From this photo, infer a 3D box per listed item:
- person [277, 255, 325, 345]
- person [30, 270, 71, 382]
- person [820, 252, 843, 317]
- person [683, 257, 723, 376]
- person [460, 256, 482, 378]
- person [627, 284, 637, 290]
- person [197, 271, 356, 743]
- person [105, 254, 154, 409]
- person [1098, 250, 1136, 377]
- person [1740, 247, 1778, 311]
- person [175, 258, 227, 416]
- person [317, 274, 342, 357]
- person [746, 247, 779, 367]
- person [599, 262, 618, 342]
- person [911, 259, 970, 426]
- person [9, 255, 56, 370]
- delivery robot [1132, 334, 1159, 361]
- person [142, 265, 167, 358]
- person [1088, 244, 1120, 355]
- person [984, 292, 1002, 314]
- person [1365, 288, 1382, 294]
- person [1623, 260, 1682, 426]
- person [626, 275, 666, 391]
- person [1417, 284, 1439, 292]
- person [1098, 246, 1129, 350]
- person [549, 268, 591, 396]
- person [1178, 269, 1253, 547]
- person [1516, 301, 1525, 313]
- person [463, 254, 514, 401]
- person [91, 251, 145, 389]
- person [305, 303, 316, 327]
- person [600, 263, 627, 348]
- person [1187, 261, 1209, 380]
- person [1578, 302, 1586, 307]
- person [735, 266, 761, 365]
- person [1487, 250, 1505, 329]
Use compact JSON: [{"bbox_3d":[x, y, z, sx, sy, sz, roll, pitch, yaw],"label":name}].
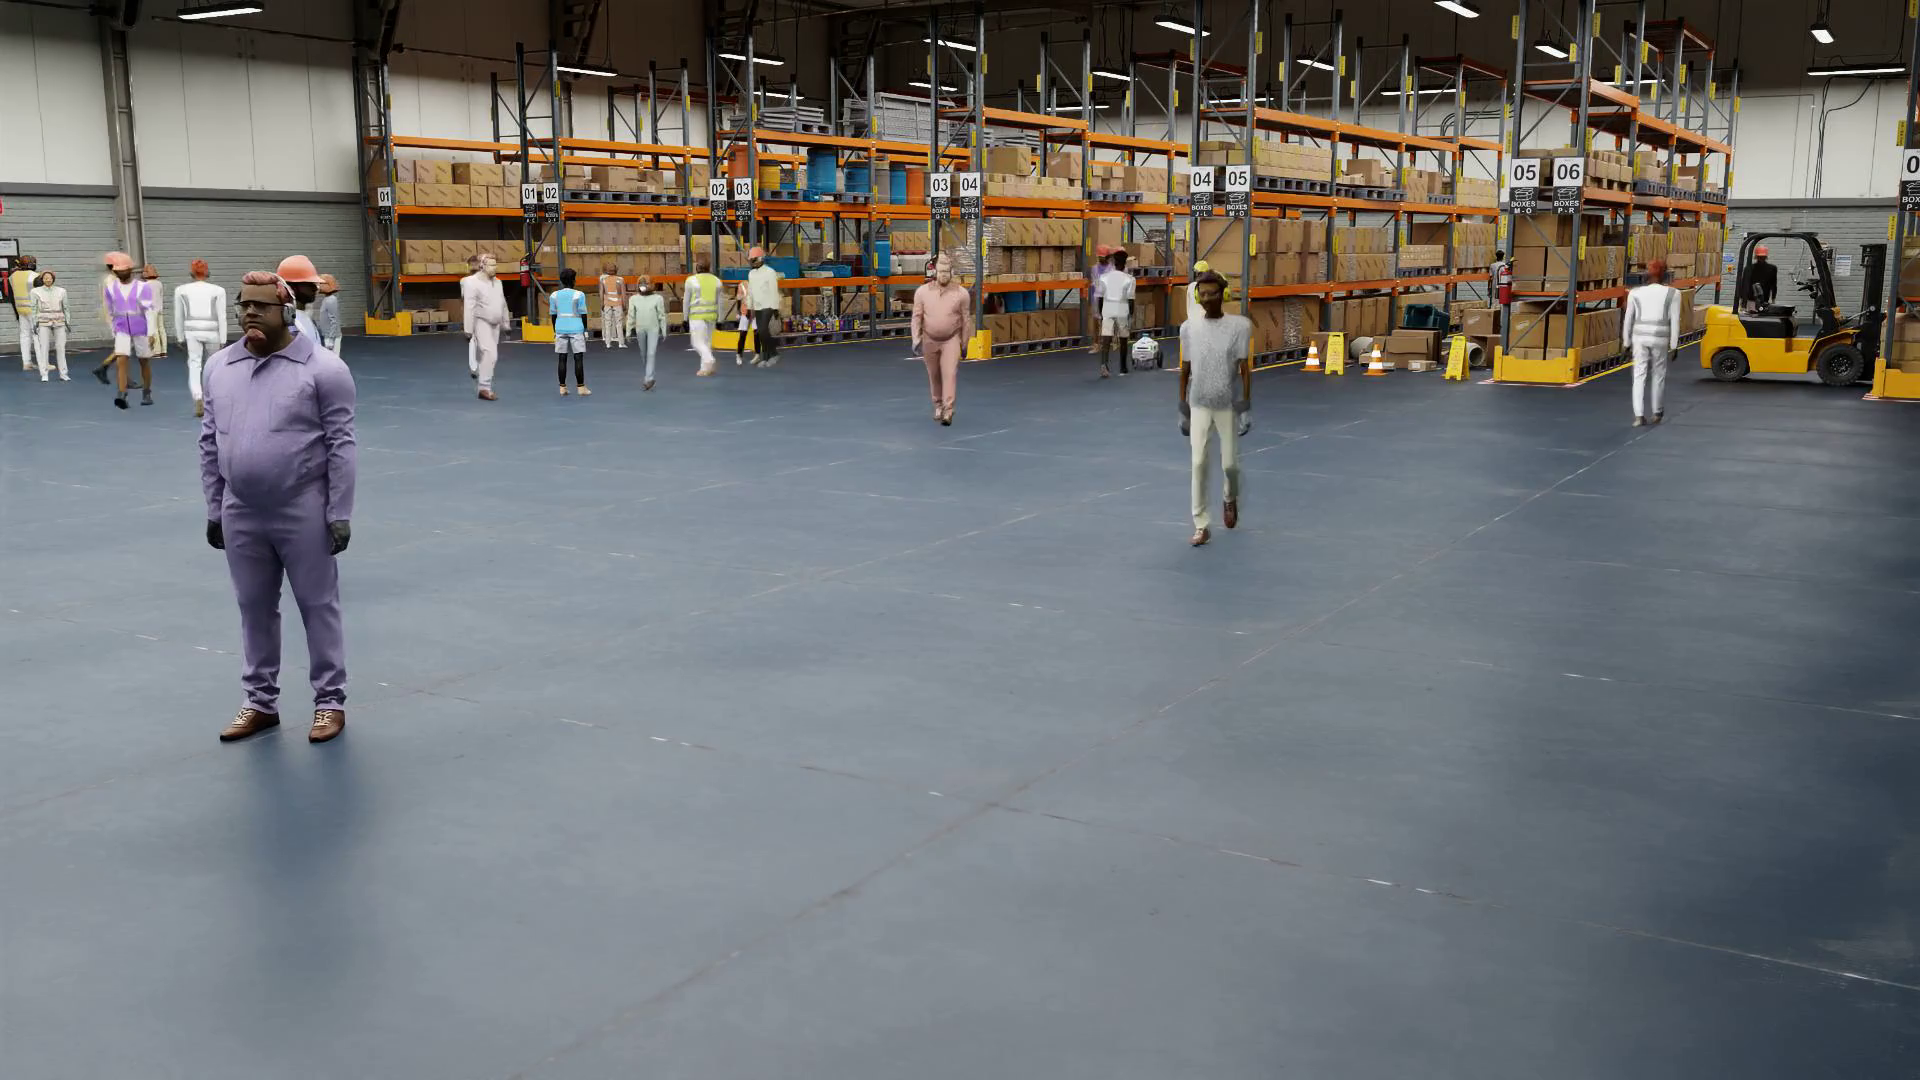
[{"bbox_3d":[-4.449,-0.950,11.293,0.361,1.940,0.543,-1,10,-8],"label":"person"},{"bbox_3d":[-13.376,-3.153,24.480,0.523,1.636,0.310,-9,13,-40],"label":"person"},{"bbox_3d":[-2.814,-5.429,36.701,0.586,1.827,0.404,6,12,31],"label":"person"},{"bbox_3d":[-3.846,-3.352,25.098,0.626,1.816,0.729,-8,13,-38],"label":"person"},{"bbox_3d":[-7.239,-3.341,25.030,0.514,1.825,0.935,-3,10,-15],"label":"person"},{"bbox_3d":[-7.549,-5.762,38.735,0.527,1.768,0.313,8,13,39],"label":"person"},{"bbox_3d":[-2.778,-0.126,6.759,0.641,1.913,0.407,1,10,4],"label":"person"},{"bbox_3d":[-10.219,-2.564,20.500,0.555,1.878,0.993,-3,10,-14],"label":"person"},{"bbox_3d":[2.351,-3.430,25.216,0.616,1.935,0.932,3,11,18],"label":"person"},{"bbox_3d":[15.471,-4.690,32.222,0.659,1.941,1.007,4,11,20],"label":"person"},{"bbox_3d":[-8.969,-2.394,19.661,0.584,1.857,0.894,-3,11,-16],"label":"person"},{"bbox_3d":[-7.945,-2.522,20.972,0.277,1.633,0.522,-5,11,-28],"label":"person"},{"bbox_3d":[-3.235,-3.793,27.151,0.627,1.970,0.437,10,14,43],"label":"person"},{"bbox_3d":[-7.229,-4.900,34.252,0.514,1.642,0.310,7,12,35],"label":"person"},{"bbox_3d":[-0.213,-2.243,18.800,0.644,1.859,1.011,1,10,7],"label":"person"},{"bbox_3d":[-14.819,-3.628,26.568,0.633,1.841,0.429,3,11,16],"label":"person"},{"bbox_3d":[3.009,-3.100,26.953,0.477,0.478,0.707,3,10,14],"label":"delivery robot"},{"bbox_3d":[-14.282,-4.037,29.440,0.280,1.634,0.498,1,10,6],"label":"person"},{"bbox_3d":[2.664,-4.355,30.194,0.655,2.007,0.692,8,13,36],"label":"person"},{"bbox_3d":[0.549,-4.842,33.238,0.897,1.890,0.603,-4,11,-22],"label":"person"},{"bbox_3d":[10.956,-6.859,44.110,0.696,2.000,0.547,-8,13,-38],"label":"person"},{"bbox_3d":[7.764,-2.215,18.680,0.603,1.829,0.972,6,12,30],"label":"person"},{"bbox_3d":[-4.351,-2.880,23.088,0.524,1.587,0.874,1,10,6],"label":"person"},{"bbox_3d":[11.946,-6.489,42.149,0.946,1.989,0.769,8,13,37],"label":"person"},{"bbox_3d":[2.891,-4.547,31.366,0.634,1.967,0.743,9,14,41],"label":"person"},{"bbox_3d":[-5.176,-2.754,22.091,0.531,1.692,0.320,2,10,12],"label":"person"},{"bbox_3d":[1.742,-0.907,11.293,0.528,1.852,0.710,3,11,16],"label":"person"},{"bbox_3d":[14.483,-6.554,42.685,0.372,1.940,0.630,5,11,24],"label":"person"},{"bbox_3d":[-6.081,-2.736,21.463,0.613,1.887,0.662,3,11,18],"label":"person"},{"bbox_3d":[-11.729,-3.041,23.068,0.541,1.914,0.559,-5,11,-27],"label":"person"},{"bbox_3d":[-9.625,-3.231,24.465,0.902,1.798,0.622,-5,11,-26],"label":"person"},{"bbox_3d":[-6.679,-4.504,32.050,0.515,1.636,0.315,1,10,7],"label":"person"},{"bbox_3d":[3.532,-3.222,24.507,0.316,1.769,0.525,-5,11,-27],"label":"person"},{"bbox_3d":[13.528,-5.389,36.418,0.570,1.843,0.373,2,10,11],"label":"person"},{"bbox_3d":[-3.468,-3.745,27.722,0.553,1.666,0.366,-1,10,-8],"label":"person"},{"bbox_3d":[12.781,-5.938,39.470,0.509,1.860,0.334,3,11,16],"label":"person"}]
